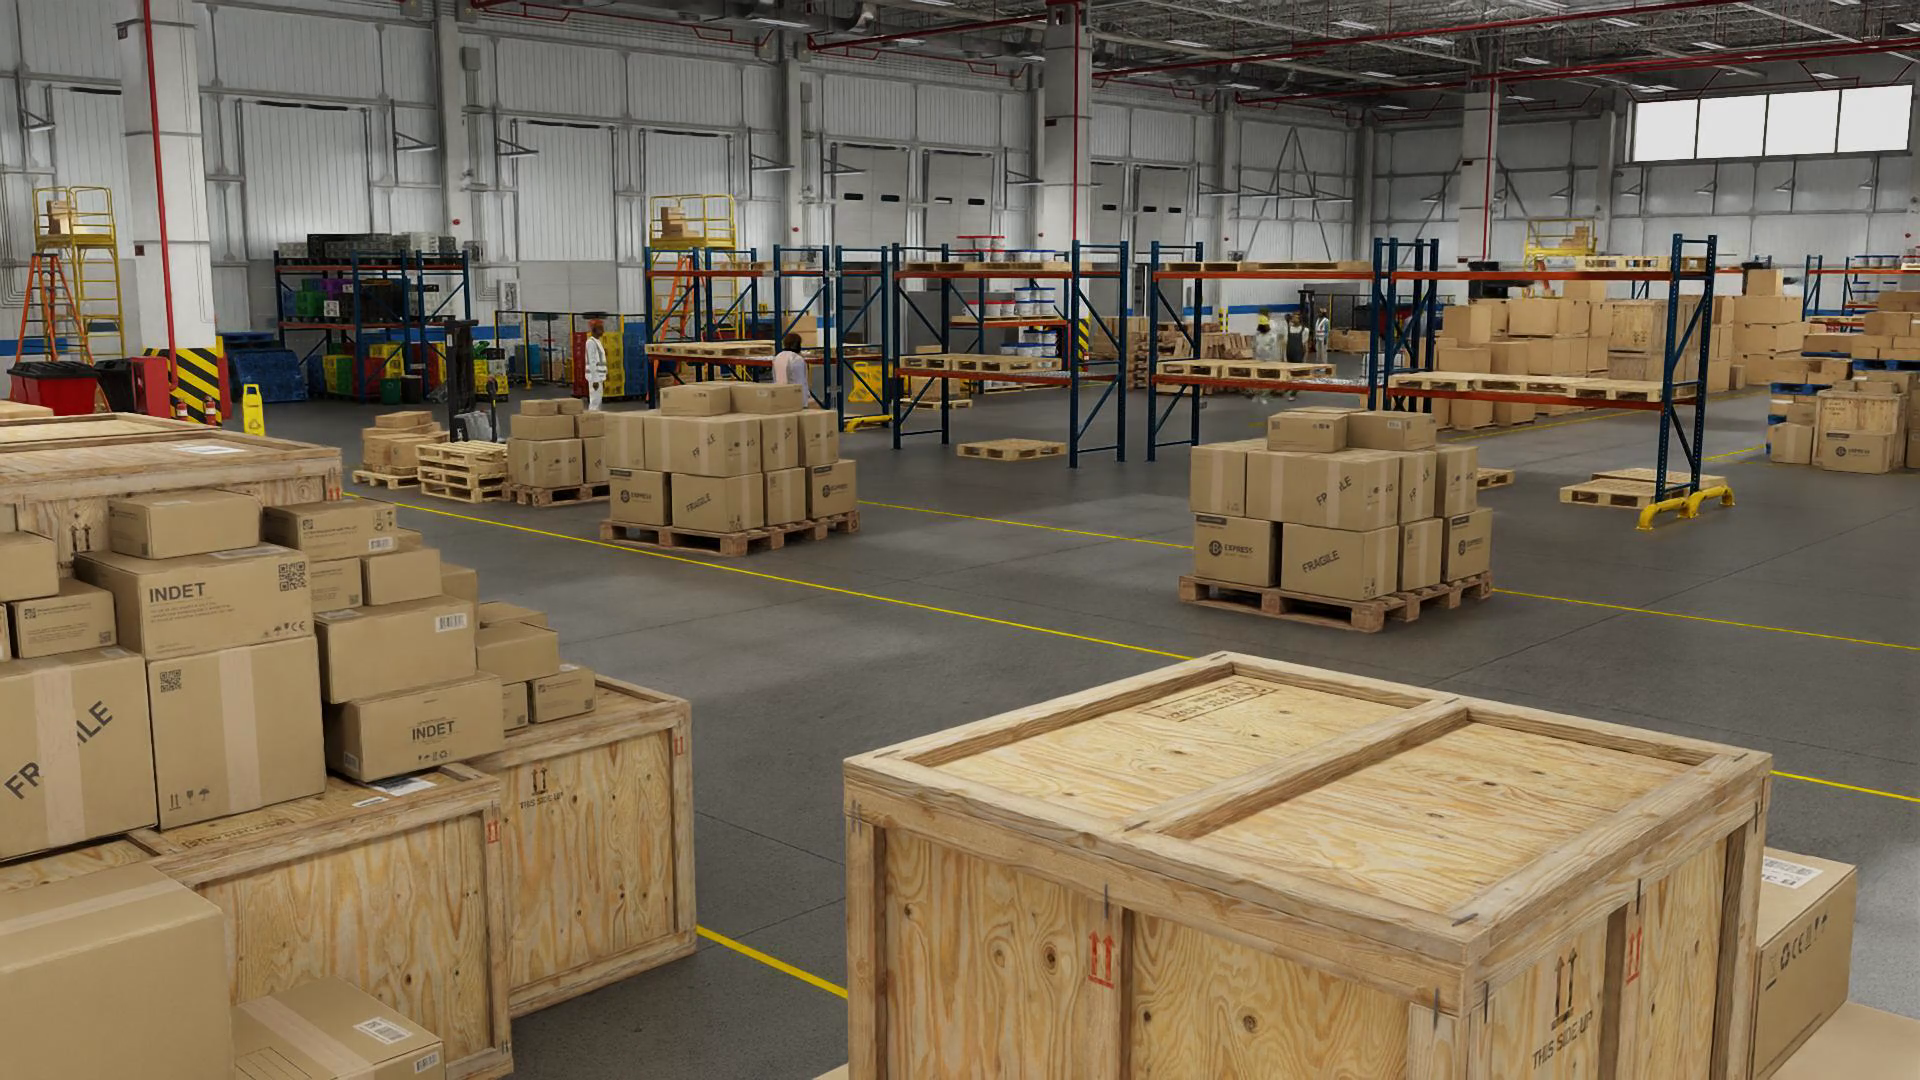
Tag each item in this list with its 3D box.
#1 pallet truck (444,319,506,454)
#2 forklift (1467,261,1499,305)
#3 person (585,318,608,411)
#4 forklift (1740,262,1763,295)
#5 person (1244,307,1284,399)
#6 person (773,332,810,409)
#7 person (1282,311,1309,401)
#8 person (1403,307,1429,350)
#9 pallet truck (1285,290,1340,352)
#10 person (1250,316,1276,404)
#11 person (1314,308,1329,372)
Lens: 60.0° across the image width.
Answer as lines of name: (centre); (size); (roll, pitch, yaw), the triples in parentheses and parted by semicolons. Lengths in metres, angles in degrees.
pallet truck: (-6.981, -1.942, 22.150); (1.885, 1.965, 0.823); (1, 9, 9)
forklift: (12.076, -5.067, 38.609); (1.873, 2.768, 1.129); (9, 13, 43)
person: (-5.687, -2.523, 26.064); (0.355, 1.885, 0.574); (-1, 9, -4)
forklift: (20.954, -5.976, 44.185); (1.873, 2.768, 1.129); (7, 12, 36)
person: (6.264, -3.817, 34.041); (1.044, 1.878, 0.618); (-6, 11, -33)
person: (-2.148, -1.753, 21.473); (0.429, 1.844, 0.626); (-8, 12, -40)
person: (6.796, -3.725, 33.630); (0.511, 1.824, 0.806); (5, 10, 27)
person: (10.211, -4.327, 37.132); (0.646, 1.879, 1.083); (4, 10, 22)
pallet truck: (11.297, -6.951, 52.861); (1.885, 1.965, 0.823); (-5, 11, -29)
person: (5.958, -3.531, 32.739); (0.487, 1.728, 0.524); (5, 11, 29)
person: (9.382, -5.188, 43.148); (0.307, 1.641, 0.514); (-4, 10, -24)
